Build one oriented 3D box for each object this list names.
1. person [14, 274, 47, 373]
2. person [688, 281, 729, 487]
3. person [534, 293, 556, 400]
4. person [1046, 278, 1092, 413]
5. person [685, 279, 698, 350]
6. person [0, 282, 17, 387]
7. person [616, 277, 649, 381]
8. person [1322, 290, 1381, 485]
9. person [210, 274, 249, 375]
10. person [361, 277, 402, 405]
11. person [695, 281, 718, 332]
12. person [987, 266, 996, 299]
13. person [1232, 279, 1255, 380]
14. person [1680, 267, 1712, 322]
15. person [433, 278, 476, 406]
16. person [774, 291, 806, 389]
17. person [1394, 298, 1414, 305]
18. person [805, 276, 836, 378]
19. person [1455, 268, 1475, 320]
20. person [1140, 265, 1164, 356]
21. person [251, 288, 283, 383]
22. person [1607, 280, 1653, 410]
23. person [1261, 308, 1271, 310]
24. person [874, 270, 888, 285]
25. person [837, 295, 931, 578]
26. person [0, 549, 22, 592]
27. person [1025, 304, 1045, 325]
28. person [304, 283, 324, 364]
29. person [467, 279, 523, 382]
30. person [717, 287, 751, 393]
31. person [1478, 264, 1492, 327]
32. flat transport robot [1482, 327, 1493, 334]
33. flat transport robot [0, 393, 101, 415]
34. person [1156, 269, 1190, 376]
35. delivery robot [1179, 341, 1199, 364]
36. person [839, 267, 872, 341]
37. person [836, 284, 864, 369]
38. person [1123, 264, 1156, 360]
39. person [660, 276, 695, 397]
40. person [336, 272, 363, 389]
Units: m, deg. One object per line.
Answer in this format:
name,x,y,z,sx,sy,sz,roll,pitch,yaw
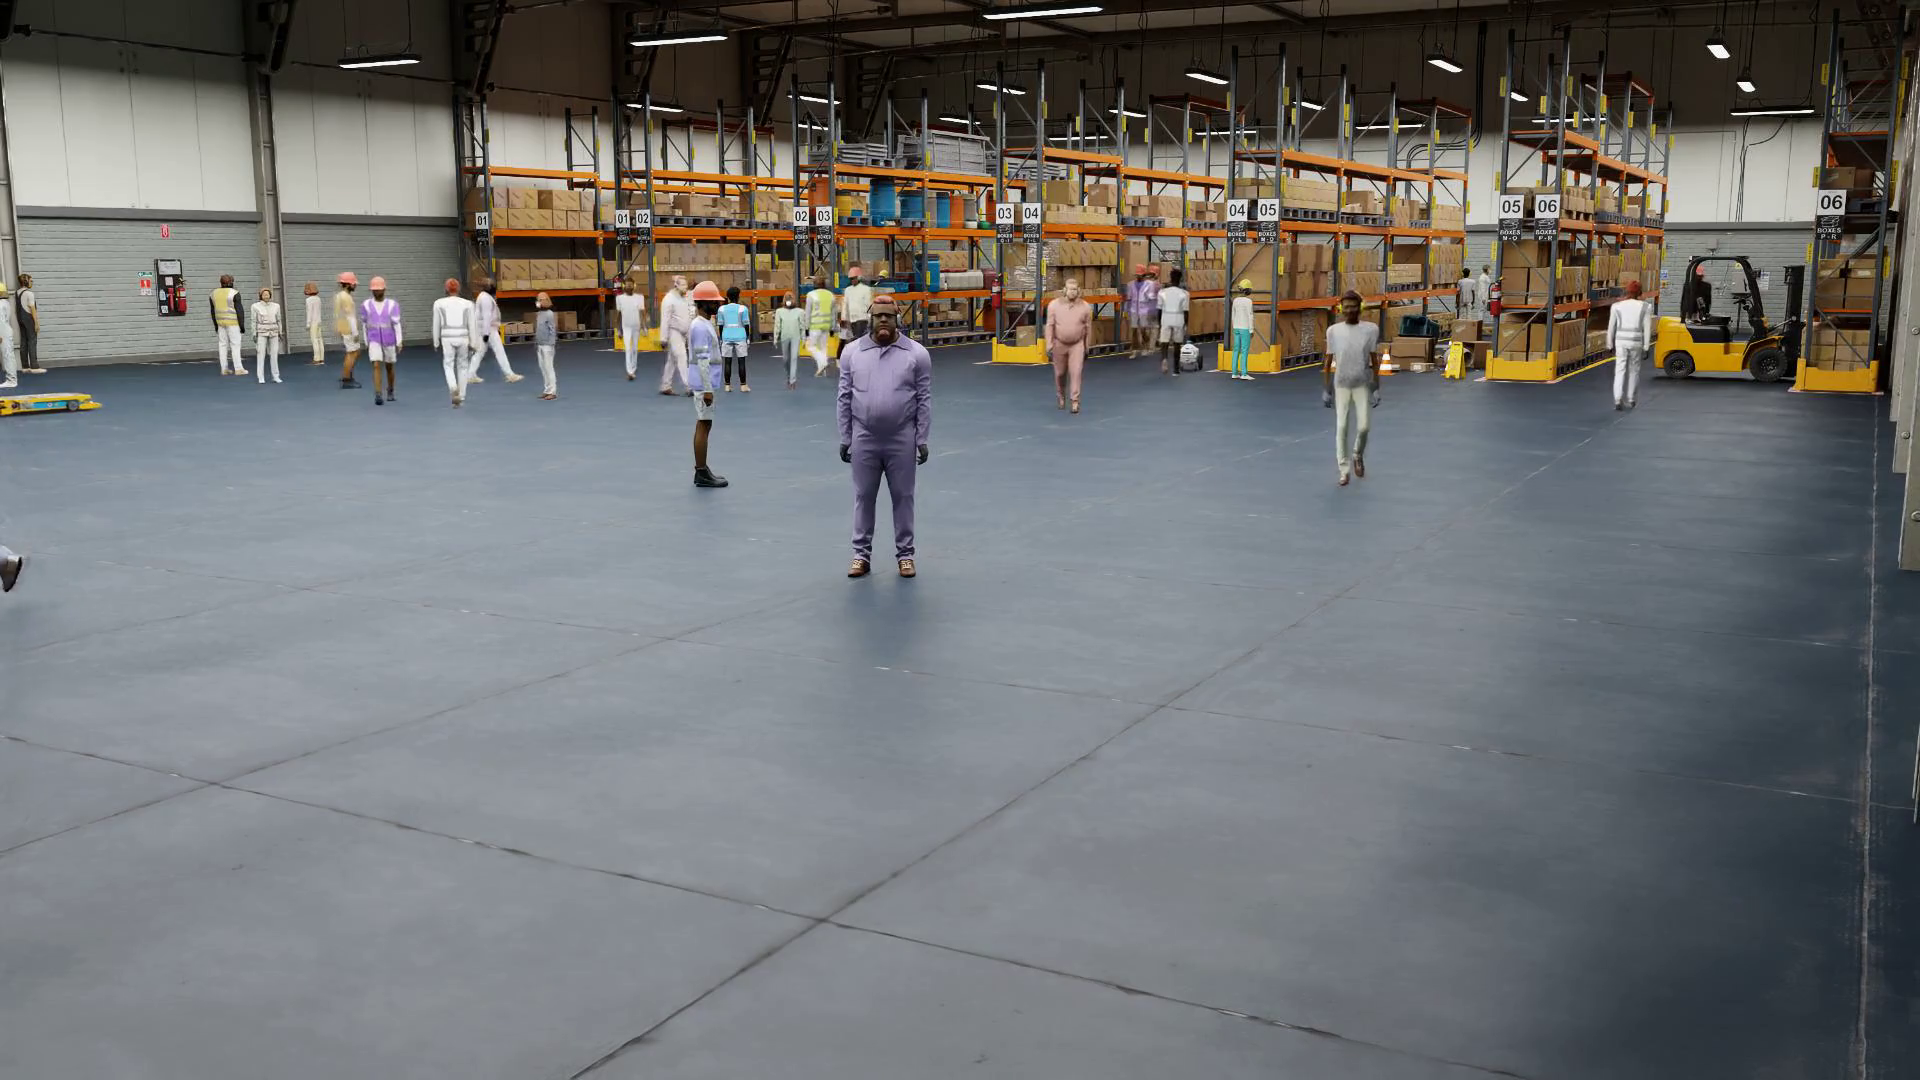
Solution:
person,-17.338,-4.021,30.950,0.521,1.844,0.331,5,11,26
person,-2.389,-1.470,15.746,0.361,1.939,0.543,-2,10,-10
person,-6.286,-2.936,25.280,0.353,1.626,0.572,-8,13,-39
person,1.530,-2.737,23.356,0.640,1.876,0.847,1,10,5
person,-6.185,-5.224,38.592,0.514,1.642,0.310,6,12,33
person,-15.954,-3.419,27.724,0.288,1.745,0.487,-3,10,-20
person,-5.772,-3.721,29.325,0.532,1.816,1.023,-3,10,-17
person,3.736,-1.454,15.881,0.562,1.856,0.428,3,10,14
person,-13.428,-3.956,30.581,0.634,1.841,0.429,2,10,13
person,-8.566,-2.959,24.671,0.555,1.880,1.030,-3,10,-17
person,-5.541,-4.849,36.410,0.514,1.636,0.315,1,10,4
person,1.057,-6.985,48.181,0.637,1.905,0.949,8,13,41
person,4.999,-3.700,29.309,0.314,1.768,0.526,-5,11,-29
person,16.587,-5.184,37.502,0.639,1.941,1.047,3,10,18
person,-7.298,-2.855,24.067,0.595,1.866,0.616,-3,10,-19
person,-2.800,-3.309,27.489,0.509,1.606,0.764,1,10,3
person,12.662,-6.870,47.262,1.076,1.977,0.673,7,12,34
person,-2.503,-3.802,29.727,0.651,1.825,0.453,-8,13,-41
person,13.573,-6.368,44.675,0.509,1.857,0.333,2,10,13
person,4.193,-4.996,36.280,0.644,1.973,0.444,8,13,39
person,-11.891,-3.507,28.552,0.523,1.636,0.311,-9,13,-43
person,9.513,-2.774,23.678,0.589,1.844,0.964,5,11,27
person,8.204,-6.220,43.670,0.646,1.892,0.731,1,10,8
person,-1.883,-5.768,41.232,0.588,1.829,0.404,5,11,28
person,-0.518,-0.694,11.283,0.643,1.913,0.408,0,10,2
person,-6.293,-0.424,10.276,0.716,1.727,0.530,-4,10,-20
person,1.695,-5.246,37.958,0.743,1.900,0.631,-4,11,-23
person,-13.016,-4.346,33.475,0.281,1.634,0.498,1,10,4
person,-8.105,-3.606,28.701,0.948,1.795,0.622,-5,11,-29
person,-3.594,-3.187,26.515,0.533,1.692,0.319,2,10,10
person,15.131,-6.973,47.964,0.370,1.939,0.631,4,10,22
flat transport robot,14.207,-5.743,45.633,1.431,0.197,0.652,6,11,30
flat transport robot,-12.855,-1.908,23.186,0.652,0.197,1.431,7,12,36
person,3.836,-3.922,30.063,0.613,1.948,0.710,2,10,14
delivery robot,4.366,-3.558,31.739,0.477,0.478,0.707,2,10,14
person,-2.014,-4.170,31.492,0.626,1.960,0.850,8,13,39
person,-2.131,-4.148,32.197,0.560,1.663,0.521,-5,11,-26
person,3.756,-4.757,34.797,0.732,2.005,0.509,5,11,27
person,-4.304,-3.149,25.791,0.956,1.867,0.658,3,10,17
person,-10.007,-3.434,27.310,0.461,1.917,0.557,-6,11,-30
